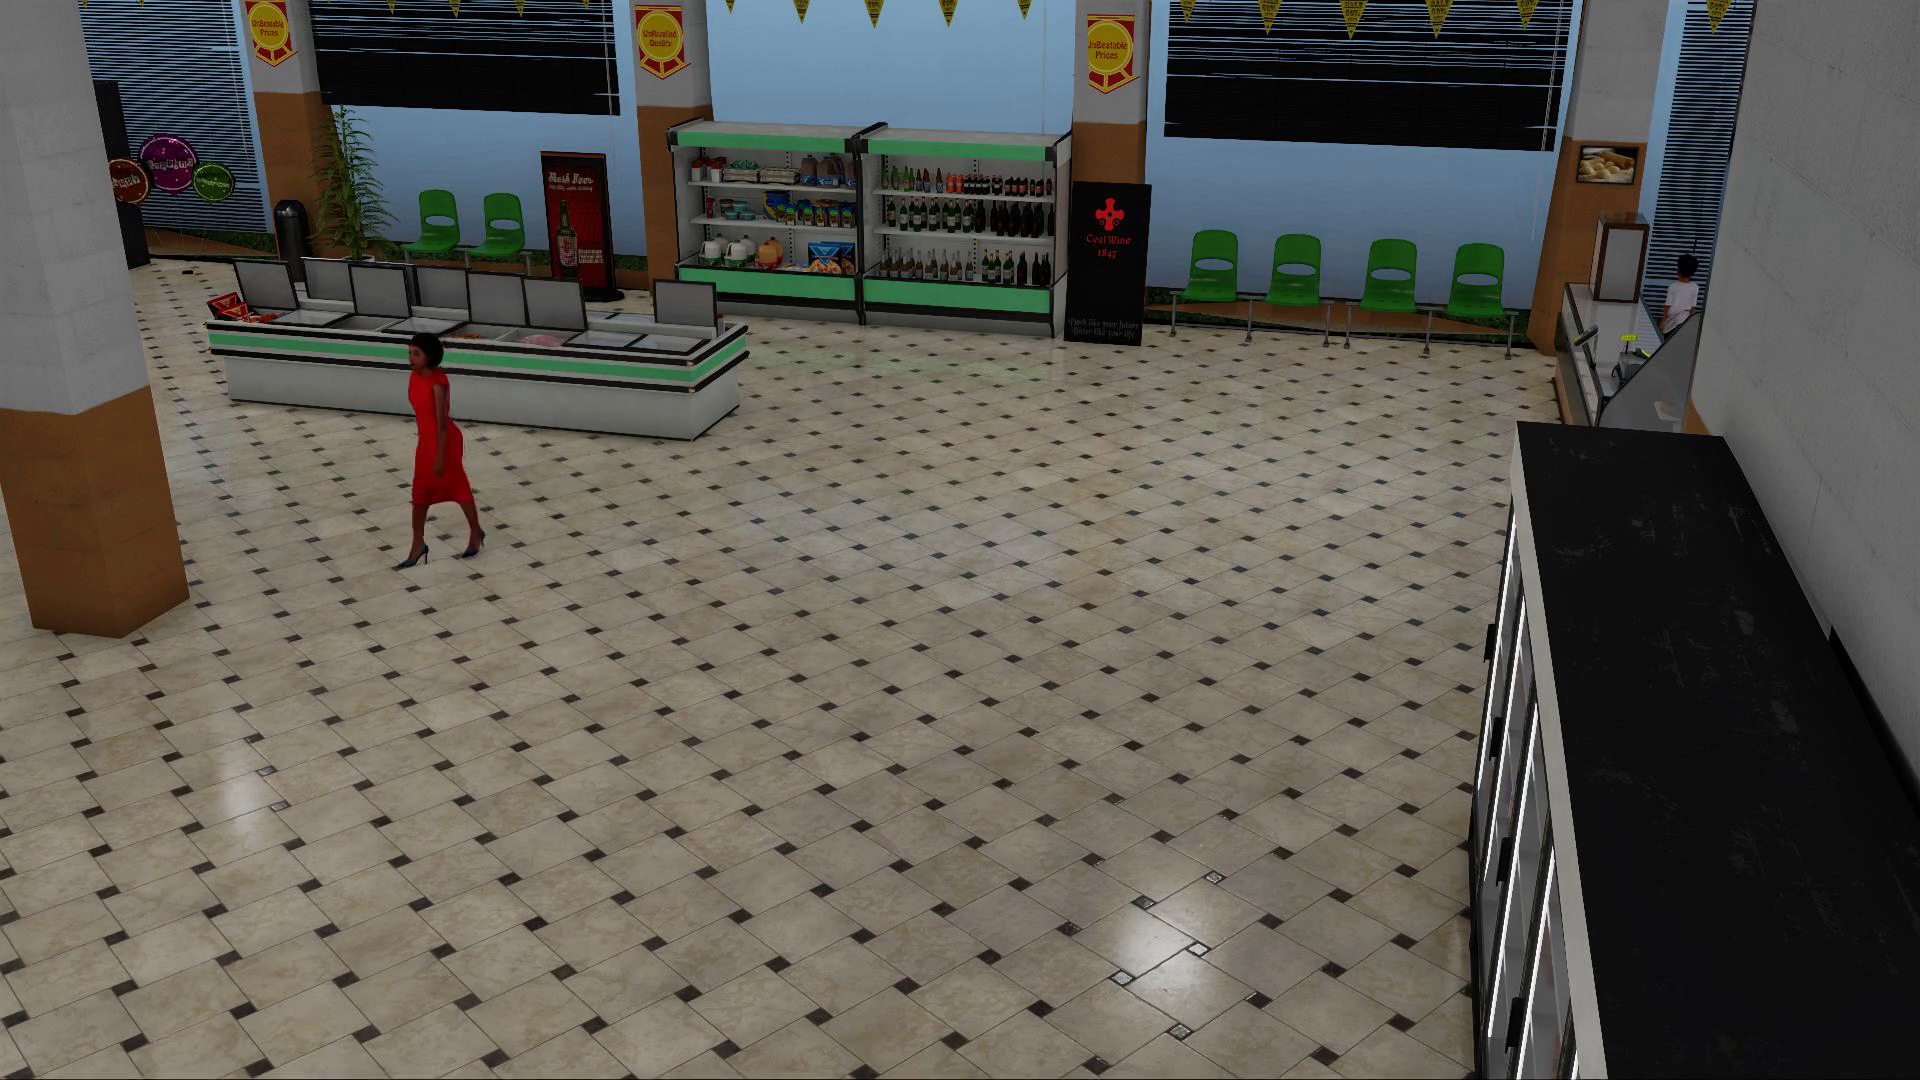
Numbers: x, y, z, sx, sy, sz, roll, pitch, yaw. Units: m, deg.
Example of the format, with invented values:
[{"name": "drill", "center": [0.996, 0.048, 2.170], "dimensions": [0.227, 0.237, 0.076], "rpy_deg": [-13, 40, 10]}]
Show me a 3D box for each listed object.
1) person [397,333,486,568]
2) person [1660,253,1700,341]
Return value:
[{"name": "person", "center": [-3.675, -0.659, 12.000], "dimensions": [0.948, 1.715, 0.876], "rpy_deg": [16, 27, 35]}, {"name": "person", "center": [7.106, -2.203, 16.449], "dimensions": [0.534, 1.262, 0.619], "rpy_deg": [-3, 22, -6]}]
